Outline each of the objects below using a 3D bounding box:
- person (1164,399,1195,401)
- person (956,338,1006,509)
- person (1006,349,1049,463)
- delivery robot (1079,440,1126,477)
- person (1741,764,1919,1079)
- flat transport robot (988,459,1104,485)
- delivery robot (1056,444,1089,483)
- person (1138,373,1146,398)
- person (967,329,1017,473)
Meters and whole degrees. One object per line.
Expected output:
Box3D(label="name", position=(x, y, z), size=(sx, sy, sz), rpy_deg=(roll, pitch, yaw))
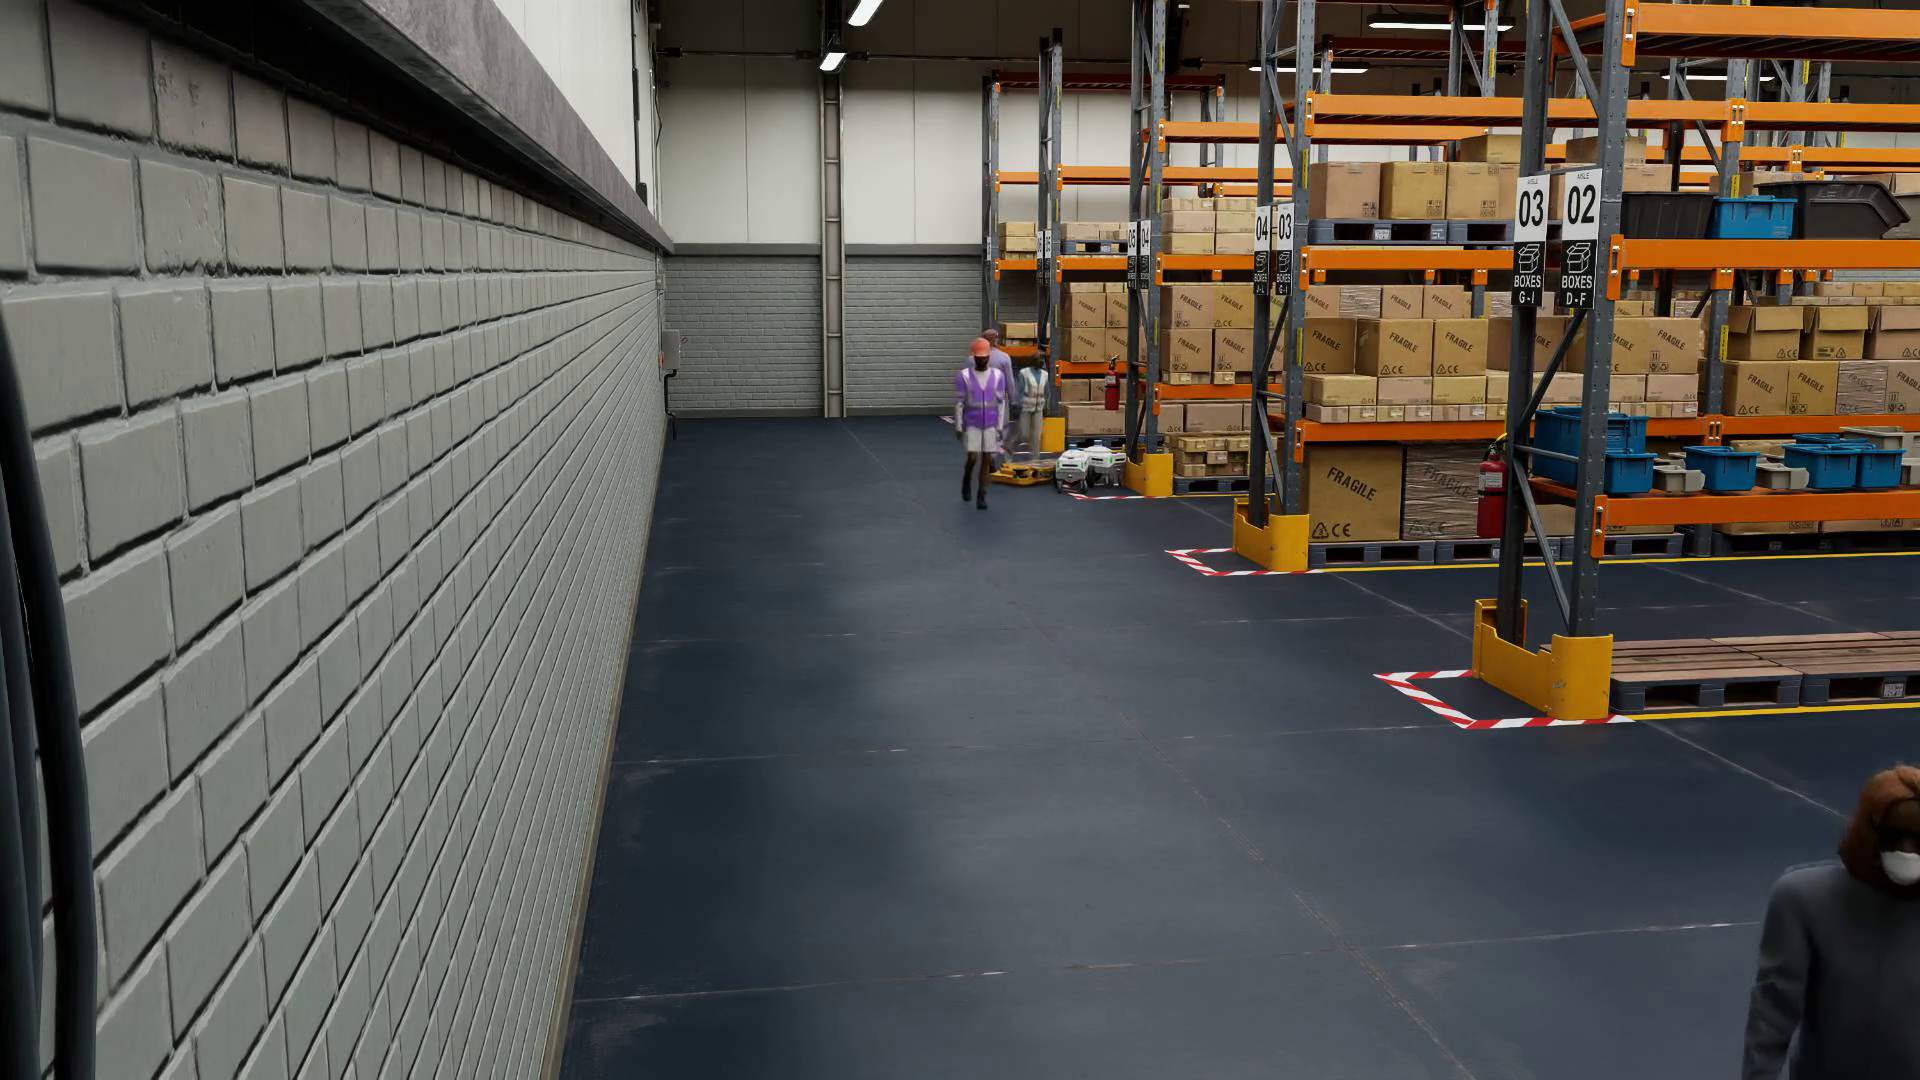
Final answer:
Box3D(label="person", position=(3.556, -2.701, 27.046), size=(1.055, 1.985, 0.603), rpy_deg=(-1, 9, -9))
Box3D(label="person", position=(0.229, -1.298, 18.550), size=(0.539, 1.914, 0.507), rpy_deg=(-2, 9, -10))
Box3D(label="person", position=(0.902, -1.736, 22.166), size=(0.561, 1.610, 0.604), rpy_deg=(-6, 11, -33))
Box3D(label="delivery robot", position=(1.700, -0.987, 20.515), size=(0.707, 0.478, 0.477), rpy_deg=(8, 13, 42))
Box3D(label="person", position=(1.970, 1.283, 3.611), size=(0.507, 1.596, 0.836), rpy_deg=(6, 11, 33))
Box3D(label="flat transport robot", position=(1.102, -0.878, 21.005), size=(1.431, 0.197, 0.652), rpy_deg=(-7, 11, -36))
Box3D(label="delivery robot", position=(1.355, -0.907, 20.026), size=(0.477, 0.478, 0.707), rpy_deg=(1, 9, 9))
Box3D(label="person", position=(3.025, -2.763, 27.694), size=(0.871, 1.873, 0.634), rpy_deg=(-5, 10, -26))
Box3D(label="person", position=(0.393, -1.817, 21.848), size=(0.656, 1.890, 0.551), rpy_deg=(6, 11, 31))
